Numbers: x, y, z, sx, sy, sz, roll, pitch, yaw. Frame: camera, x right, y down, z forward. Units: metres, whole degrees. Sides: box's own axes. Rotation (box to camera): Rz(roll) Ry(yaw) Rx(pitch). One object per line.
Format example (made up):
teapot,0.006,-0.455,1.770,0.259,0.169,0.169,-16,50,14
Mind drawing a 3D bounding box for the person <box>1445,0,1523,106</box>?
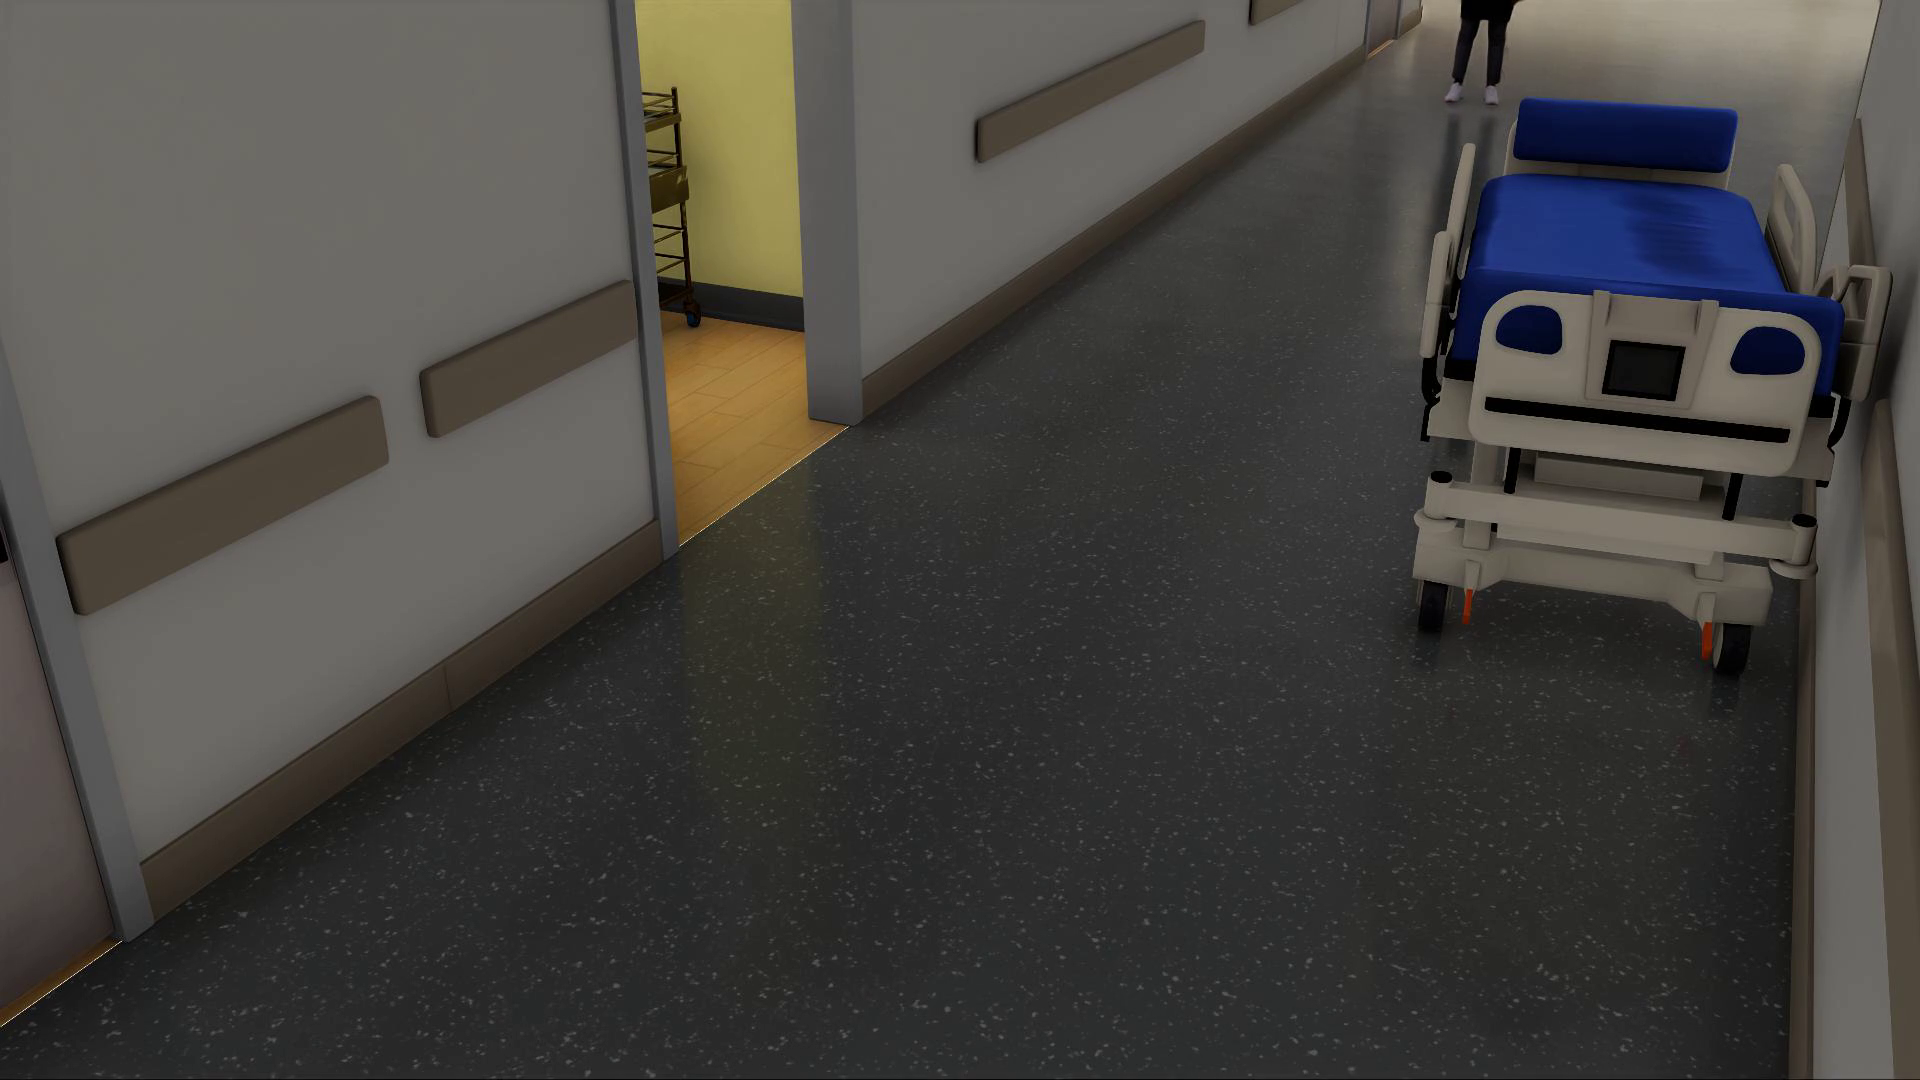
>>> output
person,3.922,-4.130,12.271,0.526,1.761,0.732,8,27,16
